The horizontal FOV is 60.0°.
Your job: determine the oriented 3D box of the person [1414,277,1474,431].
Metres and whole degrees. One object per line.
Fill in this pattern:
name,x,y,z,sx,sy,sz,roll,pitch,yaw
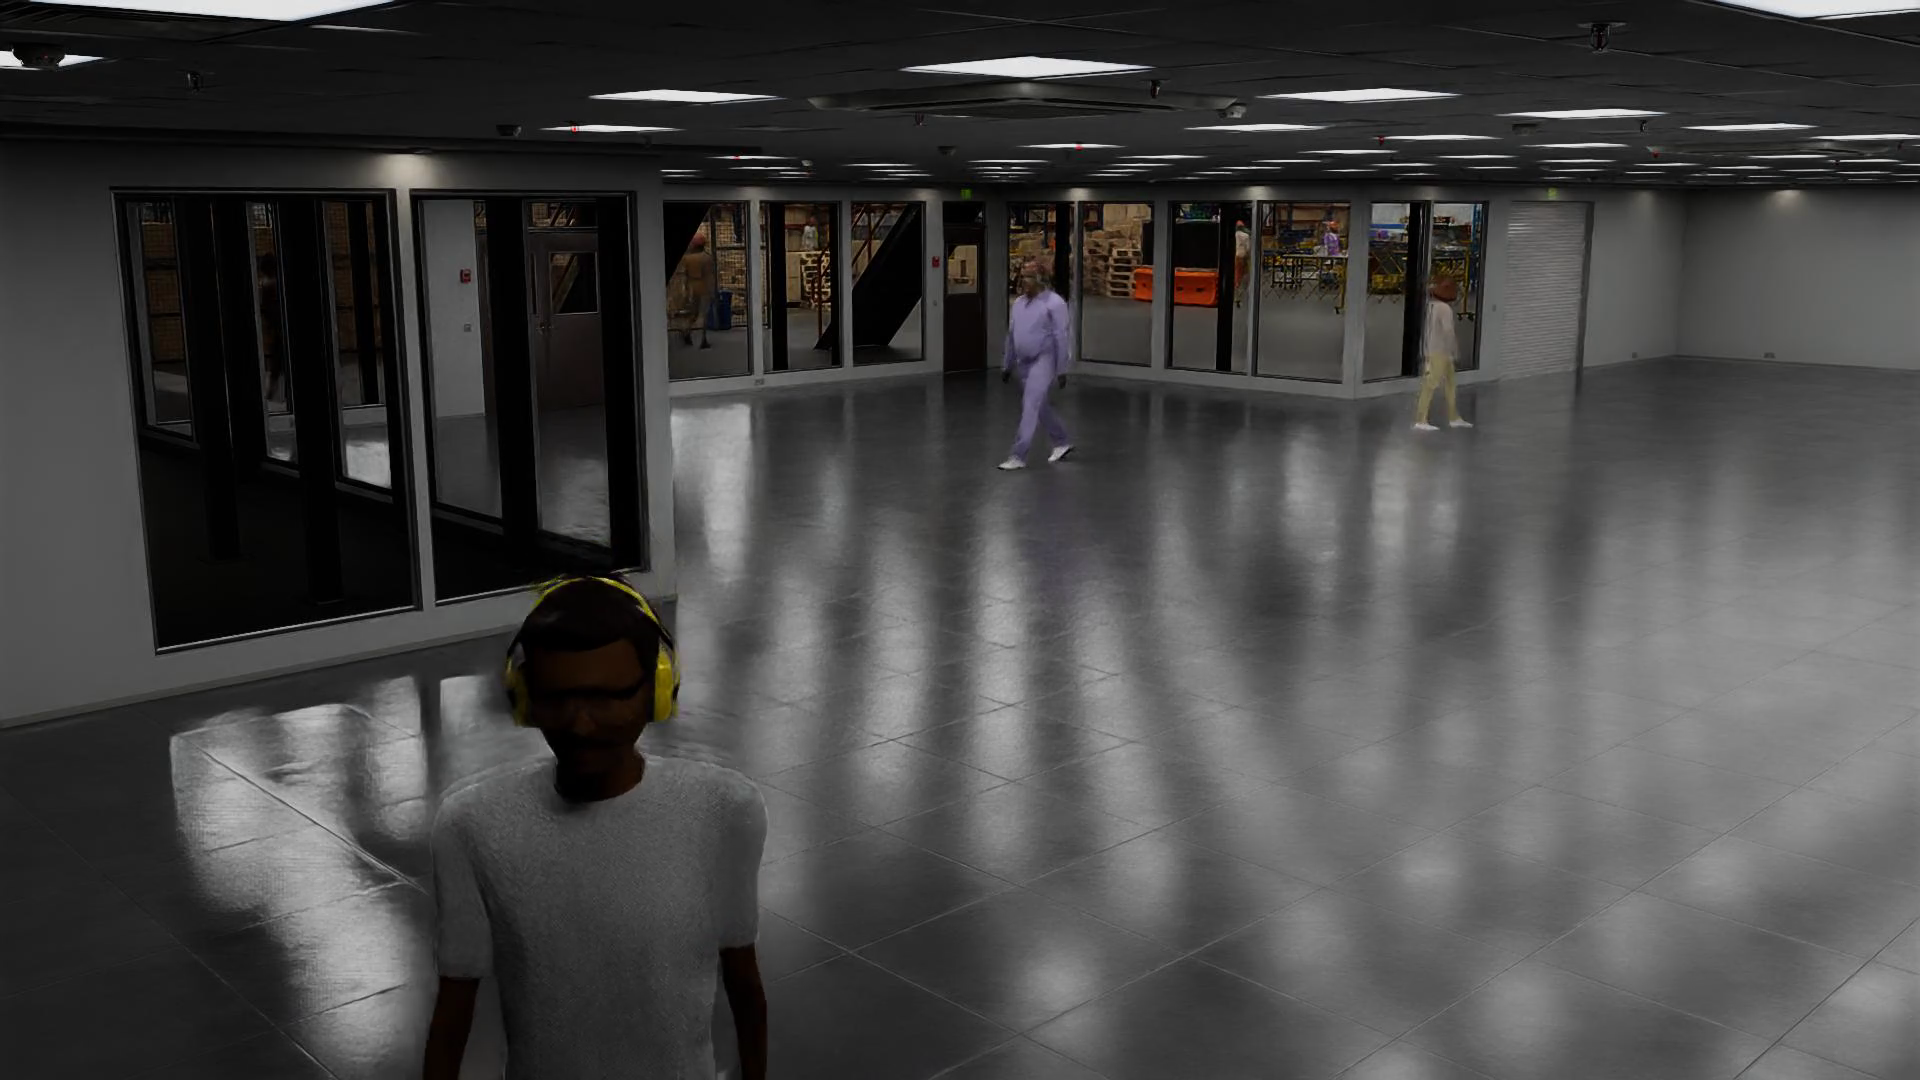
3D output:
person,5.131,-1.931,17.380,0.739,1.599,0.517,1,11,6

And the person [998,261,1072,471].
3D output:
person,0.703,-1.592,15.062,0.975,1.865,0.658,-9,14,-38

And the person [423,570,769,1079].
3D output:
person,-0.553,0.927,2.567,0.534,1.826,0.993,-1,11,-4
